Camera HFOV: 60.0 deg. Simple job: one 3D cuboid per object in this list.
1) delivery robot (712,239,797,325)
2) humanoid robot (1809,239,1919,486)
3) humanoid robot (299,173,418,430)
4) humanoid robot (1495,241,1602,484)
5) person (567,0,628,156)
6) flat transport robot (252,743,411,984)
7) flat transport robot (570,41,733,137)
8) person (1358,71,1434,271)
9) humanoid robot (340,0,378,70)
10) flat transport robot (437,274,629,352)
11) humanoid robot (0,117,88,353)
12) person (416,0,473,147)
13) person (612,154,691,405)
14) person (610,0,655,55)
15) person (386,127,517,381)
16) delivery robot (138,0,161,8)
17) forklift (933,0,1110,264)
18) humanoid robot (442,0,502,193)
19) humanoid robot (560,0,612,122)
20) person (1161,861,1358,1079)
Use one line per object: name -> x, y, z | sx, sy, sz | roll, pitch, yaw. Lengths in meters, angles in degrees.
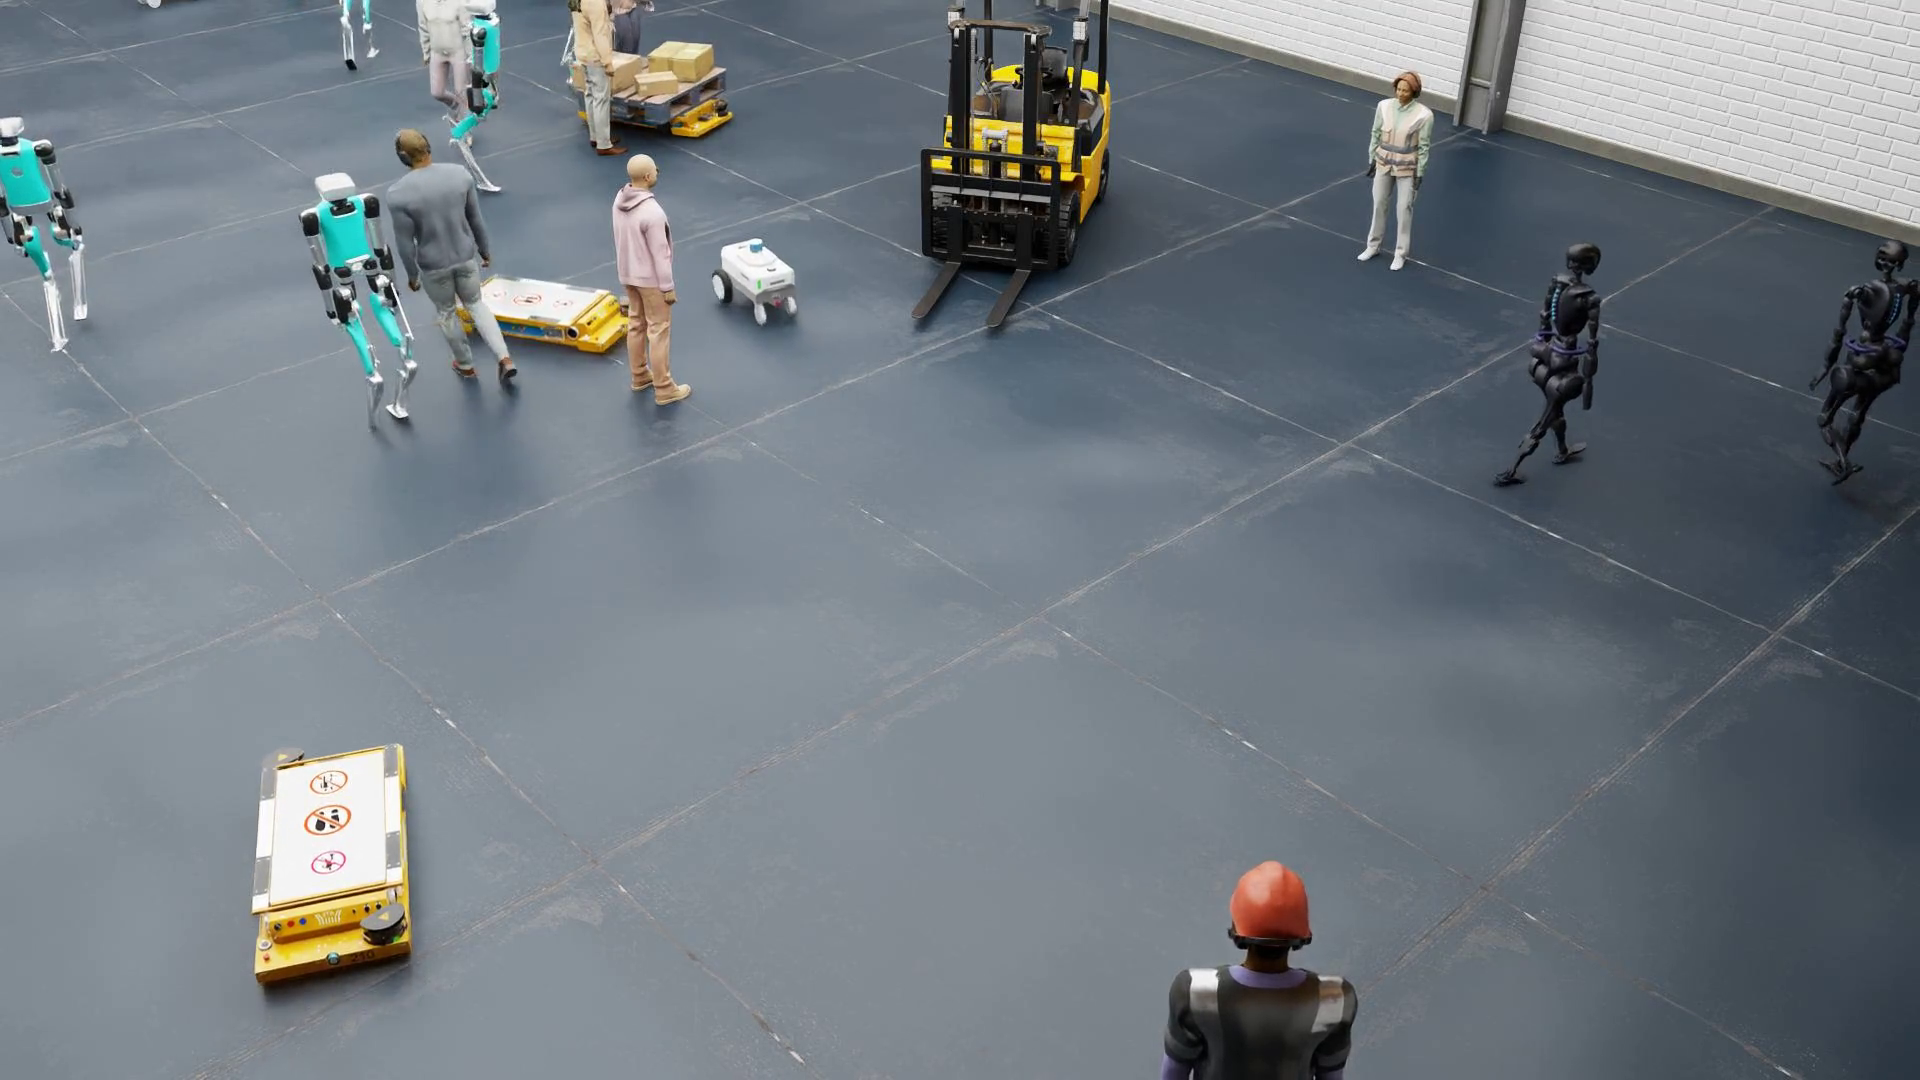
delivery robot -> -1.596, -2.091, 13.096 | 0.499, 0.564, 0.737 | -19, 37, -26
humanoid robot -> 5.801, -1.090, 10.553 | 0.590, 1.642, 0.506 | -6, 34, -10
humanoid robot -> -3.943, -1.527, 11.198 | 0.541, 1.829, 0.667 | -26, 41, -34
humanoid robot -> 3.869, -1.133, 10.664 | 0.783, 1.623, 0.583 | -10, 34, -15
person -> -3.475, -4.595, 15.773 | 0.392, 1.872, 0.561 | -17, 37, -25
flat transport robot -> -2.981, 1.467, 7.919 | 0.659, 0.231, 1.431 | -9, 34, -14
flat transport robot -> -3.090, -4.364, 16.881 | 1.431, 0.231, 0.659 | 15, 36, 21
person -> 3.558, -3.014, 13.557 | 0.516, 1.633, 0.316 | 25, 40, 33
humanoid robot -> -6.666, -6.040, 18.145 | 0.555, 1.779, 0.962 | -2, 33, -3
flat transport robot -> -3.255, -1.757, 12.873 | 1.431, 0.231, 0.659 | 10, 34, 15
humanoid robot -> -6.844, -2.351, 12.446 | 0.546, 1.762, 0.940 | -10, 34, -14
person -> -4.900, -4.672, 15.984 | 0.537, 1.752, 0.448 | 3, 33, 5
person -> -2.189, -1.805, 11.570 | 0.408, 1.775, 0.526 | -27, 42, -35
person -> -3.478, -5.453, 17.119 | 0.499, 1.851, 0.814 | 8, 34, 12
person -> -3.585, -1.940, 11.655 | 0.663, 1.905, 0.615 | -23, 40, -31
delivery robot -> -9.788, -6.933, 20.584 | 0.499, 0.614, 0.791 | 25, 41, 33
forklift -> 0.570, -3.725, 14.138 | 1.214, 2.155, 2.313 | 9, 34, 13
humanoid robot -> -4.422, -3.925, 14.934 | 0.807, 1.860, 0.530 | 2, 33, 4
humanoid robot -> -3.753, -4.952, 16.478 | 0.717, 1.821, 0.547 | -25, 41, -33
person -> 0.969, 1.898, 5.646 | 0.601, 2.034, 0.414 | 2, 33, 2
